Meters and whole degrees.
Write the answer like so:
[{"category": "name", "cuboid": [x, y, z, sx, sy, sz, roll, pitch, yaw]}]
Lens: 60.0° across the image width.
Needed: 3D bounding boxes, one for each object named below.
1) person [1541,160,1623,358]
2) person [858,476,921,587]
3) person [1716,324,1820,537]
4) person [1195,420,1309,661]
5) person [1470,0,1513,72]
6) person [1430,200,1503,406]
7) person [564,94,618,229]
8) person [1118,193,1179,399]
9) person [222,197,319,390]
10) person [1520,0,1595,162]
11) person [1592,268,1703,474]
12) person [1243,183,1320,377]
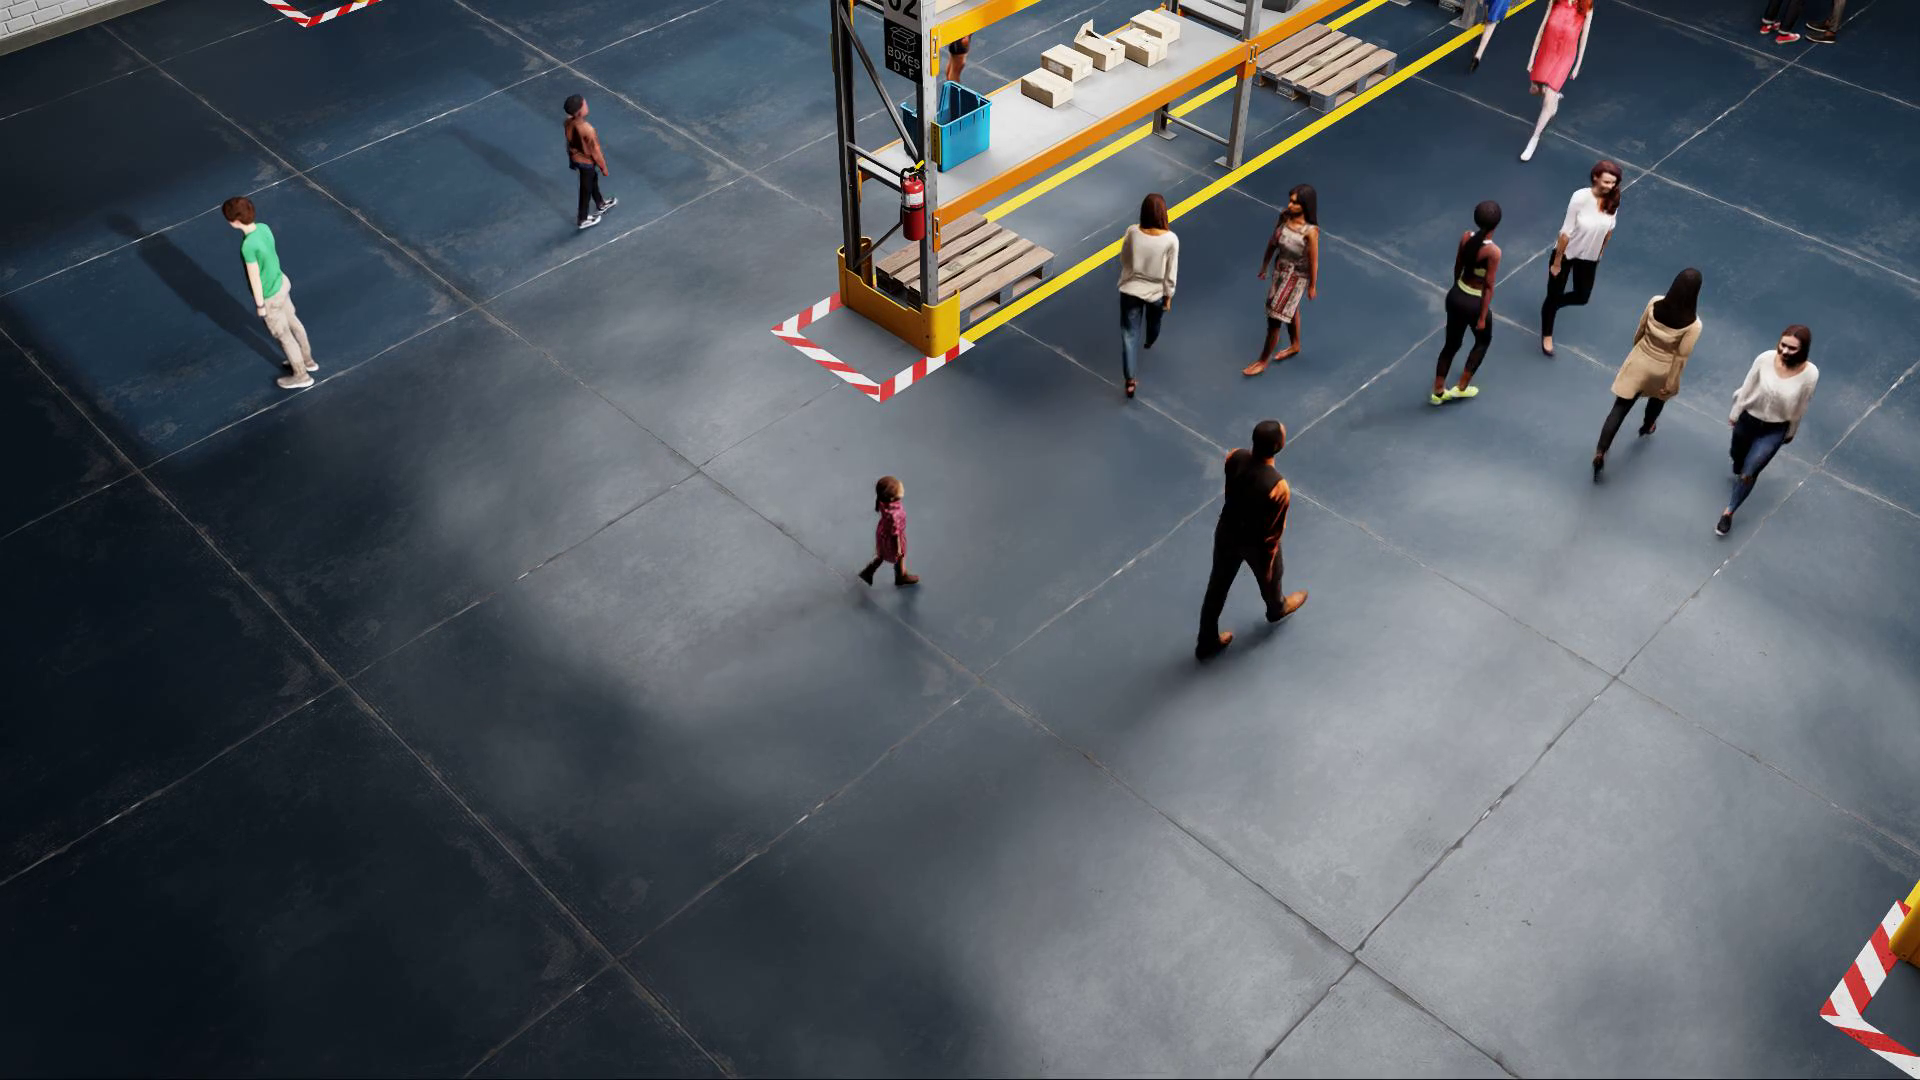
[{"category": "person", "cuboid": [4.801, -2.275, 13.115, 0.813, 1.781, 0.866, -6, 44, -6]}, {"category": "person", "cuboid": [-0.506, -0.044, 11.331, 0.707, 1.011, 0.563, -16, 46, -16]}, {"category": "person", "cuboid": [5.655, -0.854, 11.703, 0.766, 1.669, 1.090, 25, 49, 24]}, {"category": "person", "cuboid": [1.756, 0.047, 10.609, 1.159, 1.875, 0.804, -28, 50, -27]}, {"category": "person", "cuboid": [5.361, -5.516, 16.523, 0.856, 1.771, 1.213, 19, 47, 19]}, {"category": "person", "cuboid": [3.763, -1.732, 12.585, 0.712, 1.725, 0.681, -20, 47, -20]}, {"category": "person", "cuboid": [-3.350, -3.298, 14.584, 0.538, 1.236, 0.702, 33, 53, 30]}, {"category": "person", "cuboid": [1.395, -1.843, 12.765, 0.968, 1.637, 1.180, 11, 45, 12]}, {"category": "person", "cuboid": [-5.303, -1.921, 12.837, 0.714, 1.650, 0.652, 1, 44, 1]}, {"category": "person", "cuboid": [5.527, -4.451, 15.383, 0.659, 1.803, 1.070, 28, 50, 26]}, {"category": "person", "cuboid": [4.966, -1.178, 12.072, 1.102, 1.631, 0.672, -33, 53, -30]}, {"category": "person", "cuboid": [2.660, -2.078, 13.020, 0.945, 1.626, 0.801, -20, 47, -20]}]
